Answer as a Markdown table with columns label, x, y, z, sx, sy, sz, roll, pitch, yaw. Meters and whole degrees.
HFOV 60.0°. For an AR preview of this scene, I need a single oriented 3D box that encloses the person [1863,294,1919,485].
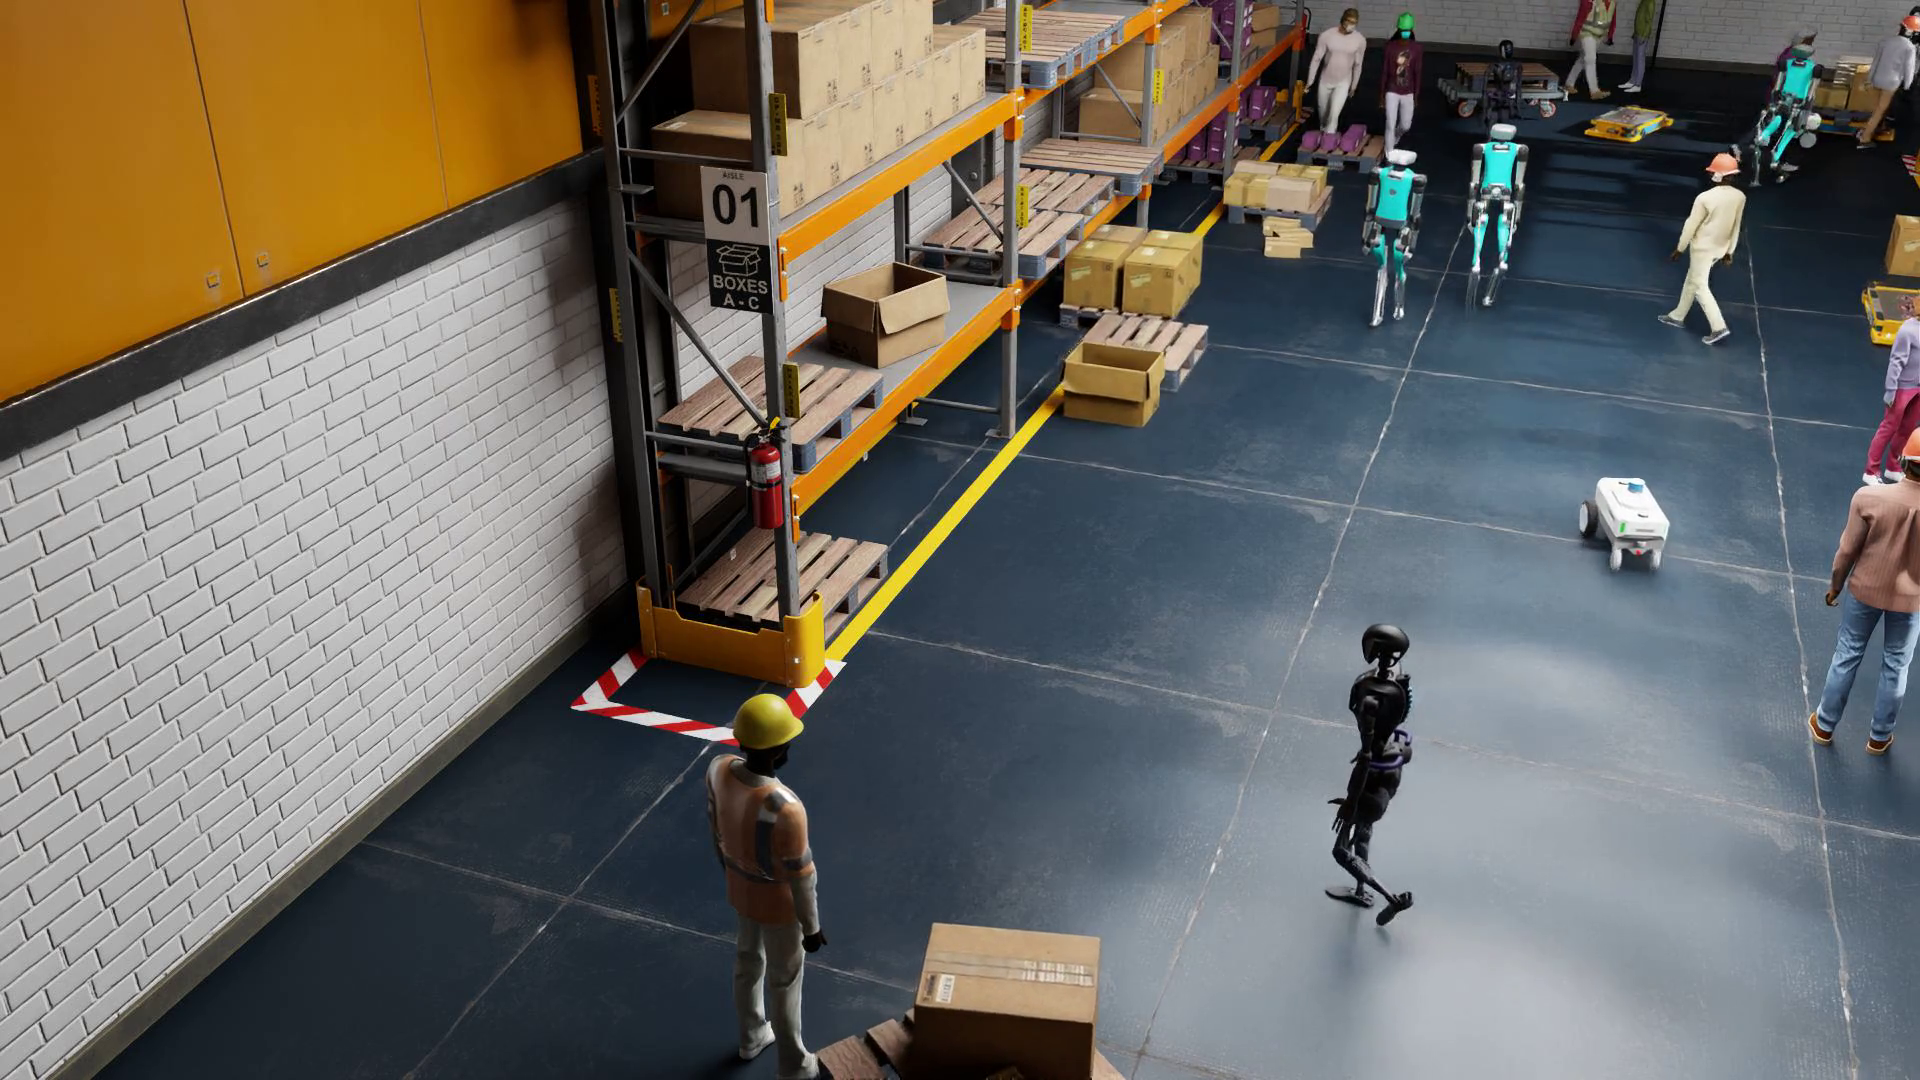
| label | x | y | z | sx | sy | sz | roll | pitch | yaw |
| --- | --- | --- | --- | --- | --- | --- | --- | --- | --- |
| person | 7.136 | -1.140 | 12.482 | 0.502 | 1.622 | 0.300 | -12 | 29 | -21 |

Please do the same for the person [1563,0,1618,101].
| label | x | y | z | sx | sy | sz | roll | pitch | yaw |
| --- | --- | --- | --- | --- | --- | --- | --- | --- | --- |
| person | 9.328 | -7.411 | 24.463 | 0.650 | 1.785 | 0.973 | -15 | 31 | -27 |

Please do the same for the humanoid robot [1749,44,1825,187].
| label | x | y | z | sx | sy | sz | roll | pitch | yaw |
| --- | --- | --- | --- | --- | --- | --- | --- | --- | --- |
| humanoid robot | 9.767 | -4.980 | 19.846 | 1.053 | 1.749 | 0.536 | -22 | 34 | -36 |

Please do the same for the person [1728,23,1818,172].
| label | x | y | z | sx | sy | sz | roll | pitch | yaw |
| --- | --- | --- | --- | --- | --- | --- | --- | --- | --- |
| person | 10.219 | -5.546 | 20.824 | 0.761 | 1.819 | 0.575 | 7 | 28 | 13 |

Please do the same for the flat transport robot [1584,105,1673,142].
| label | x | y | z | sx | sy | sz | roll | pitch | yaw |
| --- | --- | --- | --- | --- | --- | --- | --- | --- | --- |
| flat transport robot | 9.193 | -5.711 | 22.828 | 0.659 | 0.231 | 1.431 | 22 | 35 | 36 |

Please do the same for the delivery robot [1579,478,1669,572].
| label | x | y | z | sx | sy | sz | roll | pitch | yaw |
| --- | --- | --- | --- | --- | --- | --- | --- | --- | --- |
| delivery robot | 4.719 | -0.163 | 11.726 | 0.499 | 0.568 | 0.747 | 2 | 27 | 5 |

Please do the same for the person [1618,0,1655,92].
| label | x | y | z | sx | sy | sz | roll | pitch | yaw |
| --- | --- | --- | --- | --- | --- | --- | --- | --- | --- |
| person | 10.189 | -7.552 | 24.906 | 0.281 | 1.634 | 0.498 | 2 | 27 | 5 |

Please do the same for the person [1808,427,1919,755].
| label | x | y | z | sx | sy | sz | roll | pitch | yaw |
| --- | --- | --- | --- | --- | --- | --- | --- | --- | --- |
| person | 5.196 | 0.288 | 9.310 | 0.610 | 1.995 | 0.376 | 13 | 30 | 23 |

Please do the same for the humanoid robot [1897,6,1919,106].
| label | x | y | z | sx | sy | sz | roll | pitch | yaw |
| --- | --- | --- | --- | --- | --- | --- | --- | --- | --- |
| humanoid robot | 13.900 | -7.152 | 24.096 | 0.589 | 1.635 | 0.563 | 18 | 32 | 31 |

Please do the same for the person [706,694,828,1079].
| label | x | y | z | sx | sy | sz | roll | pitch | yaw |
| --- | --- | --- | --- | --- | --- | --- | --- | --- | --- |
| person | -0.800 | 1.488 | 7.056 | 0.592 | 1.926 | 0.363 | 24 | 35 | 38 |

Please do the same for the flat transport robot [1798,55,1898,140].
| label | x | y | z | sx | sy | sz | roll | pitch | yaw |
| --- | --- | --- | --- | --- | --- | --- | --- | --- | --- |
| flat transport robot | 12.030 | -5.699 | 22.805 | 1.431 | 0.231 | 0.659 | 13 | 30 | 24 |

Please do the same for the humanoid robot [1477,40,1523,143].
| label | x | y | z | sx | sy | sz | roll | pitch | yaw |
| --- | --- | --- | --- | --- | --- | --- | --- | --- | --- |
| humanoid robot | 6.689 | -5.382 | 20.660 | 0.592 | 1.647 | 0.431 | -8 | 28 | -15 |

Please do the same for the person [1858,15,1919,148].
| label | x | y | z | sx | sy | sz | roll | pitch | yaw |
| --- | --- | --- | --- | --- | --- | --- | --- | --- | --- |
| person | 12.188 | -5.994 | 21.794 | 0.499 | 1.712 | 0.581 | -7 | 28 | -13 |

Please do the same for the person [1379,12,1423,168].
| label | x | y | z | sx | sy | sz | roll | pitch | yaw |
| --- | --- | --- | --- | --- | --- | --- | --- | --- | --- |
| person | 5.505 | -5.641 | 20.880 | 0.502 | 1.928 | 0.637 | 1 | 27 | 2 |

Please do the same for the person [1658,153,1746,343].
| label | x | y | z | sx | sy | sz | roll | pitch | yaw |
| --- | --- | --- | --- | --- | --- | --- | --- | --- | --- |
| person | 6.977 | -2.714 | 15.434 | 0.567 | 1.718 | 0.844 | -14 | 30 | -25 |

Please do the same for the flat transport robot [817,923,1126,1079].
| label | x | y | z | sx | sy | sz | roll | pitch | yaw |
| --- | --- | --- | --- | --- | --- | --- | --- | --- | --- |
| flat transport robot | 0.089 | 2.539 | 6.826 | 1.431 | 0.231 | 0.659 | -16 | 31 | -28 |

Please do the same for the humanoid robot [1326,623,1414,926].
| label | x | y | z | sx | sy | sz | roll | pitch | yaw |
| --- | --- | --- | --- | --- | --- | --- | --- | --- | --- |
| humanoid robot | 2.057 | 1.136 | 8.012 | 0.462 | 1.641 | 0.603 | 13 | 30 | 24 |

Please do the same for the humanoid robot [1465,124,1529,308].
| label | x | y | z | sx | sy | sz | roll | pitch | yaw |
| --- | --- | --- | --- | --- | --- | --- | --- | --- | --- |
| humanoid robot | 5.155 | -3.017 | 16.121 | 0.545 | 1.888 | 0.758 | 7 | 28 | 13 |

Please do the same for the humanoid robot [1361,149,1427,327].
| label | x | y | z | sx | sy | sz | roll | pitch | yaw |
| --- | --- | --- | --- | --- | --- | --- | --- | --- | --- |
| humanoid robot | 4.109 | -2.802 | 15.684 | 0.551 | 1.881 | 0.817 | 14 | 31 | 26 |

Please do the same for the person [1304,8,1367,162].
| label | x | y | z | sx | sy | sz | roll | pitch | yaw |
| --- | --- | --- | --- | --- | --- | --- | --- | --- | --- |
| person | 4.834 | -5.905 | 21.433 | 0.693 | 1.895 | 0.958 | 8 | 28 | 16 |

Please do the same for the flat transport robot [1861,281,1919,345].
| label | x | y | z | sx | sy | sz | roll | pitch | yaw |
| --- | --- | --- | --- | --- | --- | --- | --- | --- | --- |
| flat transport robot | 9.051 | -2.139 | 15.899 | 0.659 | 0.231 | 1.431 | 10 | 29 | 19 |

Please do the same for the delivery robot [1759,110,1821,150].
| label | x | y | z | sx | sy | sz | roll | pitch | yaw |
| --- | --- | --- | --- | --- | --- | --- | --- | --- | --- |
| delivery robot | 11.029 | -5.523 | 22.126 | 0.747 | 0.570 | 0.499 | 8 | 28 | 15 |
